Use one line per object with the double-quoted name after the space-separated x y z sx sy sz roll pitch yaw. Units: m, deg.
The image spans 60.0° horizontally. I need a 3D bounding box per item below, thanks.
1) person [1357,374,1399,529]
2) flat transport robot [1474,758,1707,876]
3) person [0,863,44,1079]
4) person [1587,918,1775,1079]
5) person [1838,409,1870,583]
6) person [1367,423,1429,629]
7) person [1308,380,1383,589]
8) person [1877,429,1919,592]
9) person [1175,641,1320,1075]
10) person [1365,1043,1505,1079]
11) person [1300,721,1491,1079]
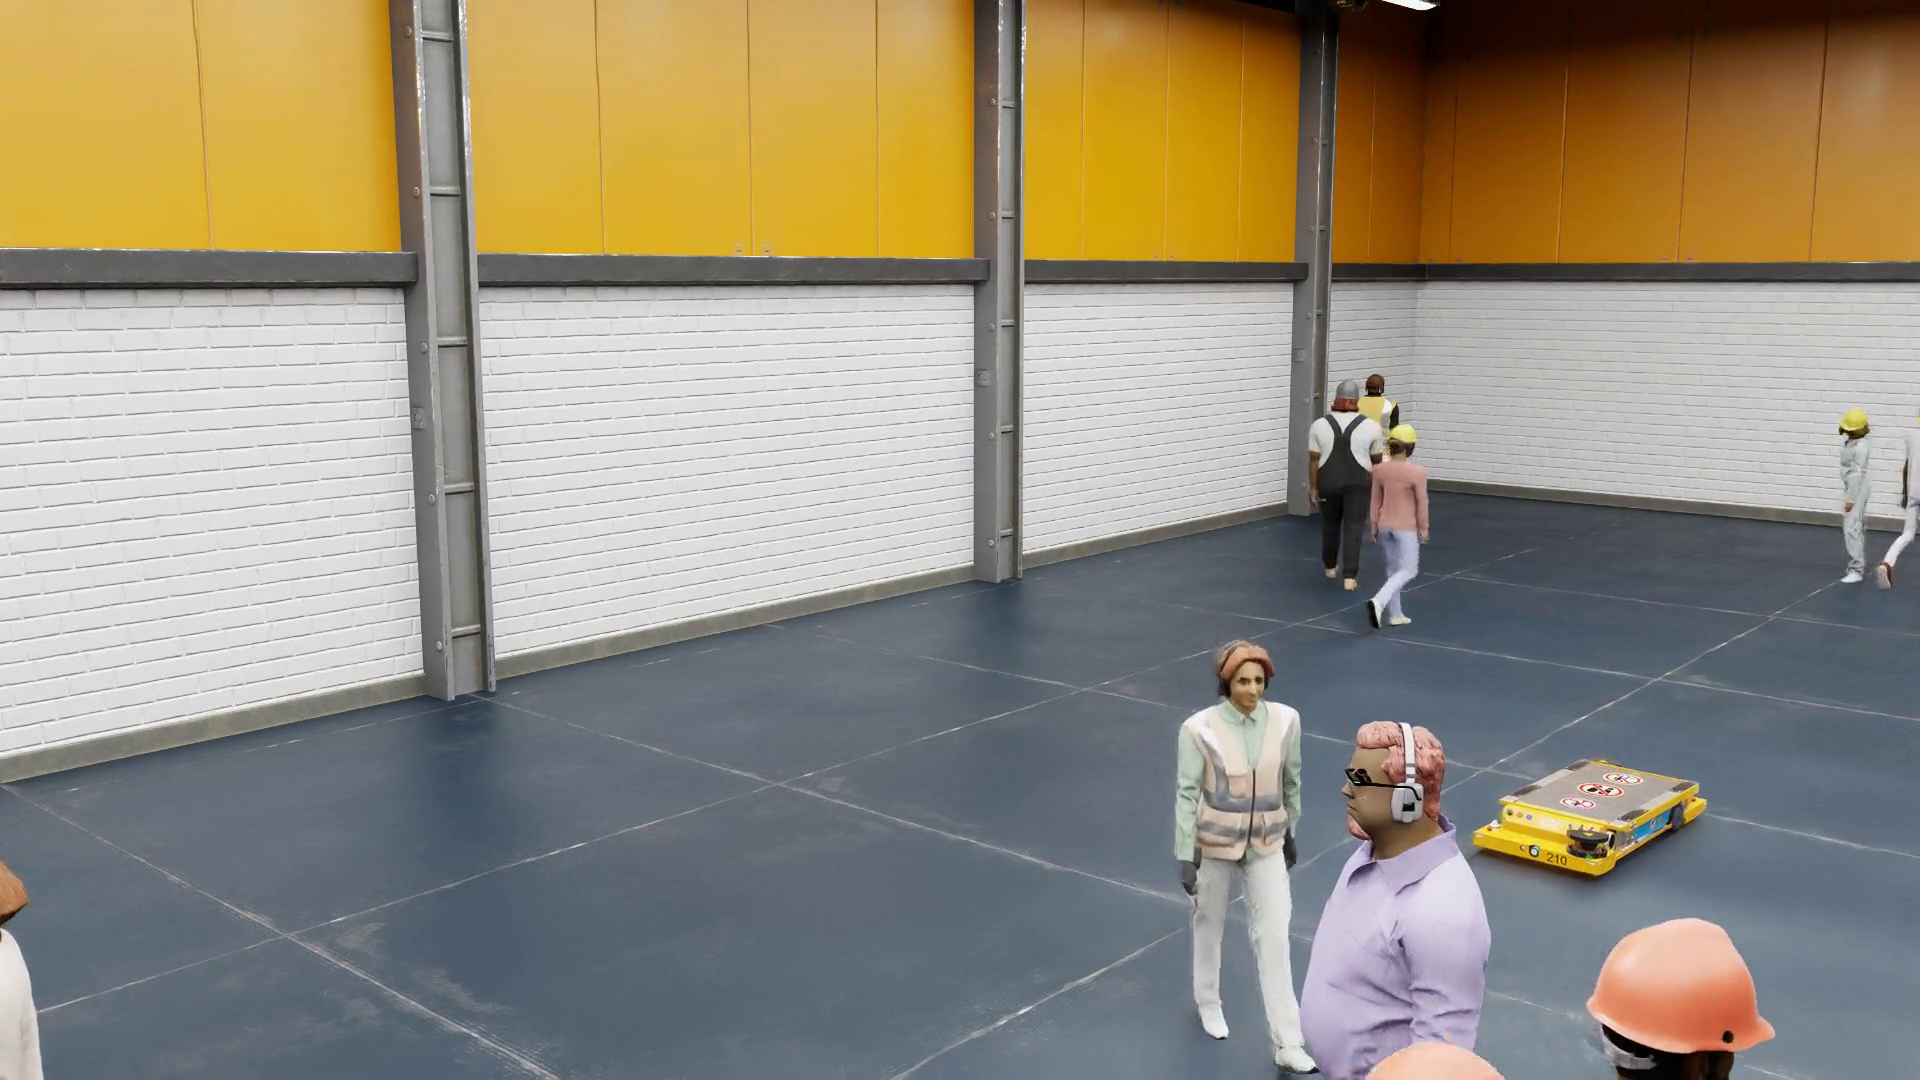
4.787 -1.003 19.283 0.633 1.841 0.429 4 10 26 "person"
3.378 1.441 8.849 0.652 0.197 1.431 9 12 43 "flat transport robot"
-2.374 1.522 4.088 0.282 1.627 0.527 -6 11 -32 "person"
1.231 1.571 2.877 0.751 1.912 0.579 -3 10 -20 "person"
8.703 -0.446 16.231 0.367 1.697 0.672 3 10 20 "person"
3.628 -0.101 13.917 0.642 1.747 0.529 -7 11 -38 "person"
3.714 -0.581 16.004 0.692 2.000 0.995 3 10 20 "person"
8.975 -0.407 15.541 0.795 1.845 0.538 -4 10 -26 "person"
1.071 1.189 6.237 0.547 1.596 0.818 -2 9 -11 "person"
0.595 1.631 2.324 0.625 1.974 0.651 0 9 0 "person"
1.043 1.379 4.118 0.408 1.909 0.638 0 9 -1 "person"
